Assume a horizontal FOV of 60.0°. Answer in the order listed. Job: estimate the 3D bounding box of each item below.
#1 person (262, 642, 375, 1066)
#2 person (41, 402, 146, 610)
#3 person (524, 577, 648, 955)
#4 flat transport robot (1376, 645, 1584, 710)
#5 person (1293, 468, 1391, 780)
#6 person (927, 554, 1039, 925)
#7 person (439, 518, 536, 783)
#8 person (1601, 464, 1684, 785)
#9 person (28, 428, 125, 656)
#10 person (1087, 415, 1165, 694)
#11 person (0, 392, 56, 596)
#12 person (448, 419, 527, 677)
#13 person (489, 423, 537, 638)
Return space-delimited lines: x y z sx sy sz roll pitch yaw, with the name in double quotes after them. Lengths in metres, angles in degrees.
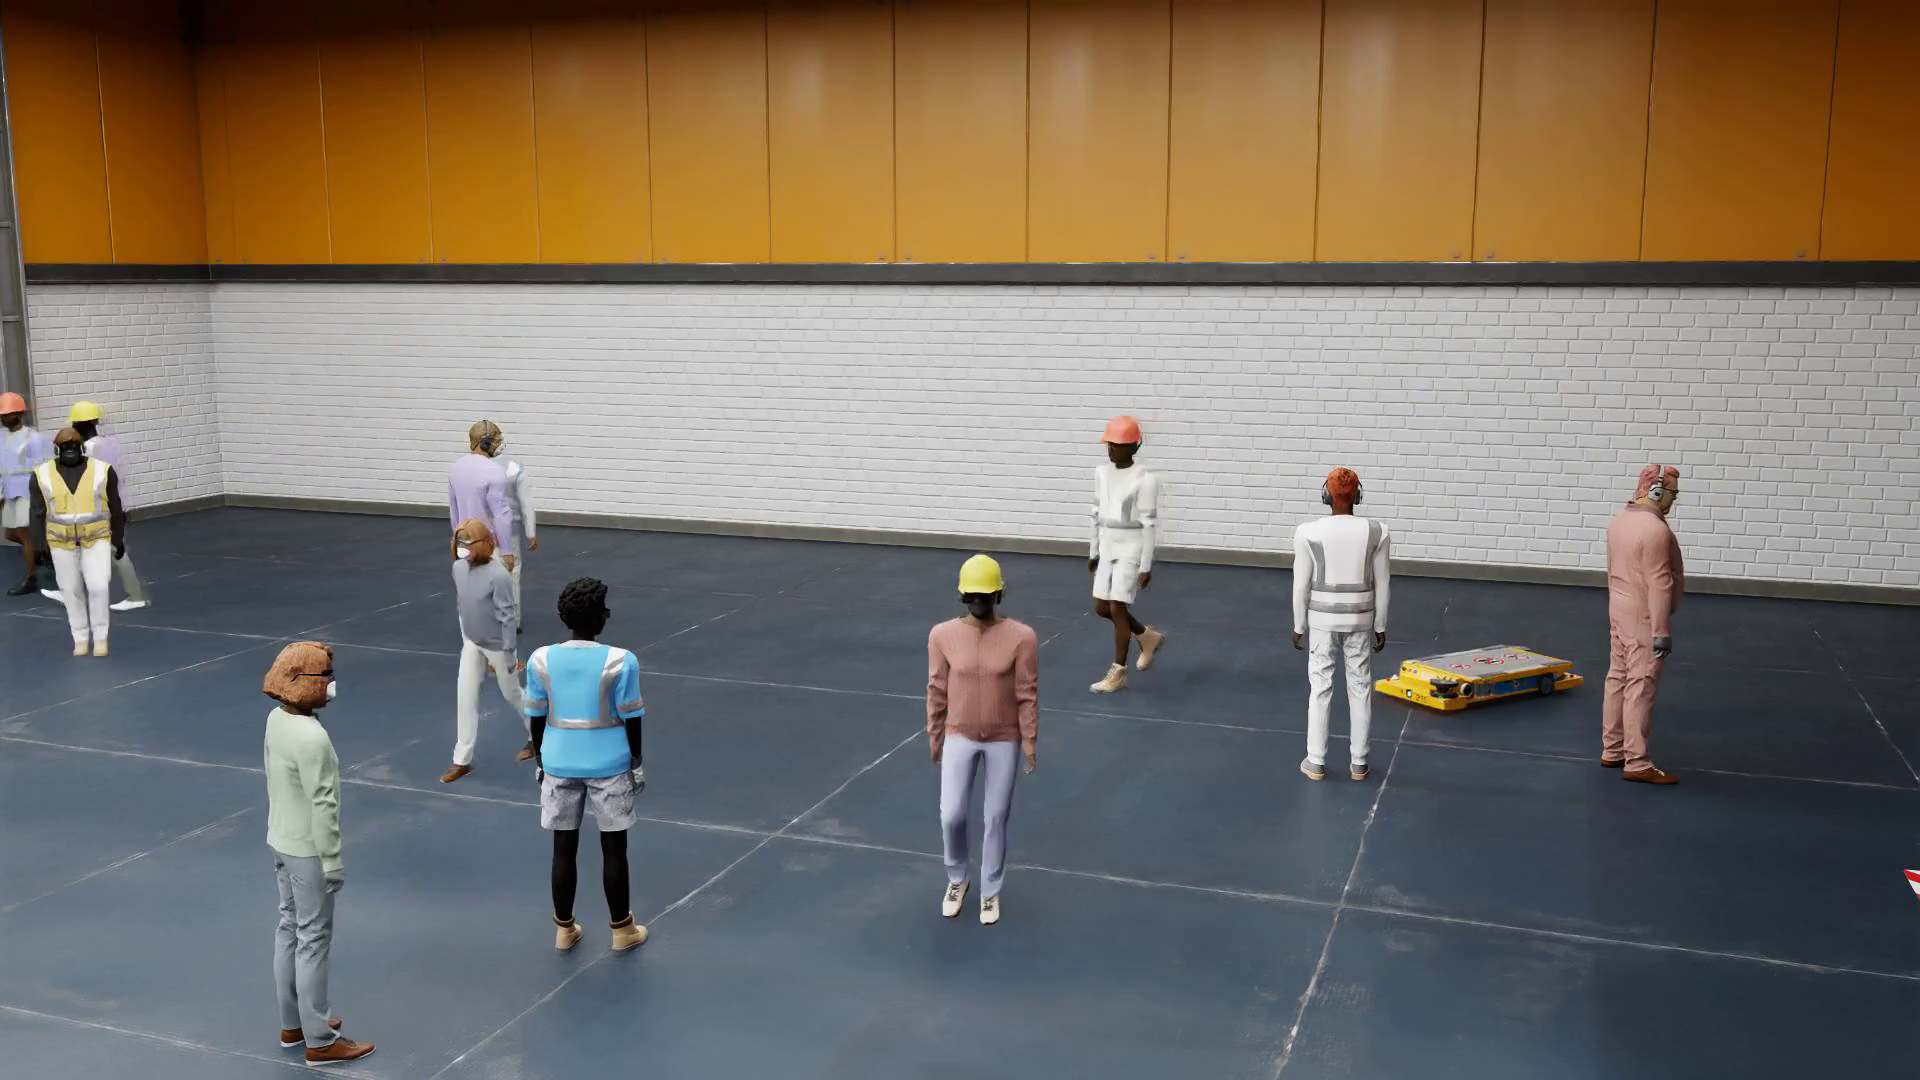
-2.510 1.195 6.419 0.286 1.632 0.501 -8 12 -40 "person"
-7.790 -0.287 14.830 0.958 1.876 0.616 -1 9 -7 "person"
-1.651 1.005 7.387 0.537 1.698 0.320 1 9 7 "person"
3.756 0.976 11.986 1.431 0.197 0.652 -5 11 -30 "flat transport robot"
2.266 0.503 9.929 0.574 1.886 0.356 1 9 4 "person"
0.105 0.930 7.710 0.525 1.754 0.381 0 9 2 "person"
-2.825 0.628 10.103 0.512 1.585 0.800 6 11 31 "person"
4.105 0.492 9.958 0.403 1.901 0.637 0 9 0 "person"
-6.926 0.033 13.050 0.662 1.820 0.626 -4 10 -23 "person"
1.227 0.089 12.081 0.694 2.022 0.624 -6 11 -34 "person"
-8.831 -0.455 15.775 0.556 1.918 0.636 4 10 22 "person"
-3.583 0.061 12.529 0.629 1.933 0.379 7 12 39 "person"
-3.853 -0.076 13.795 0.674 1.798 0.452 -1 9 -6 "person"
